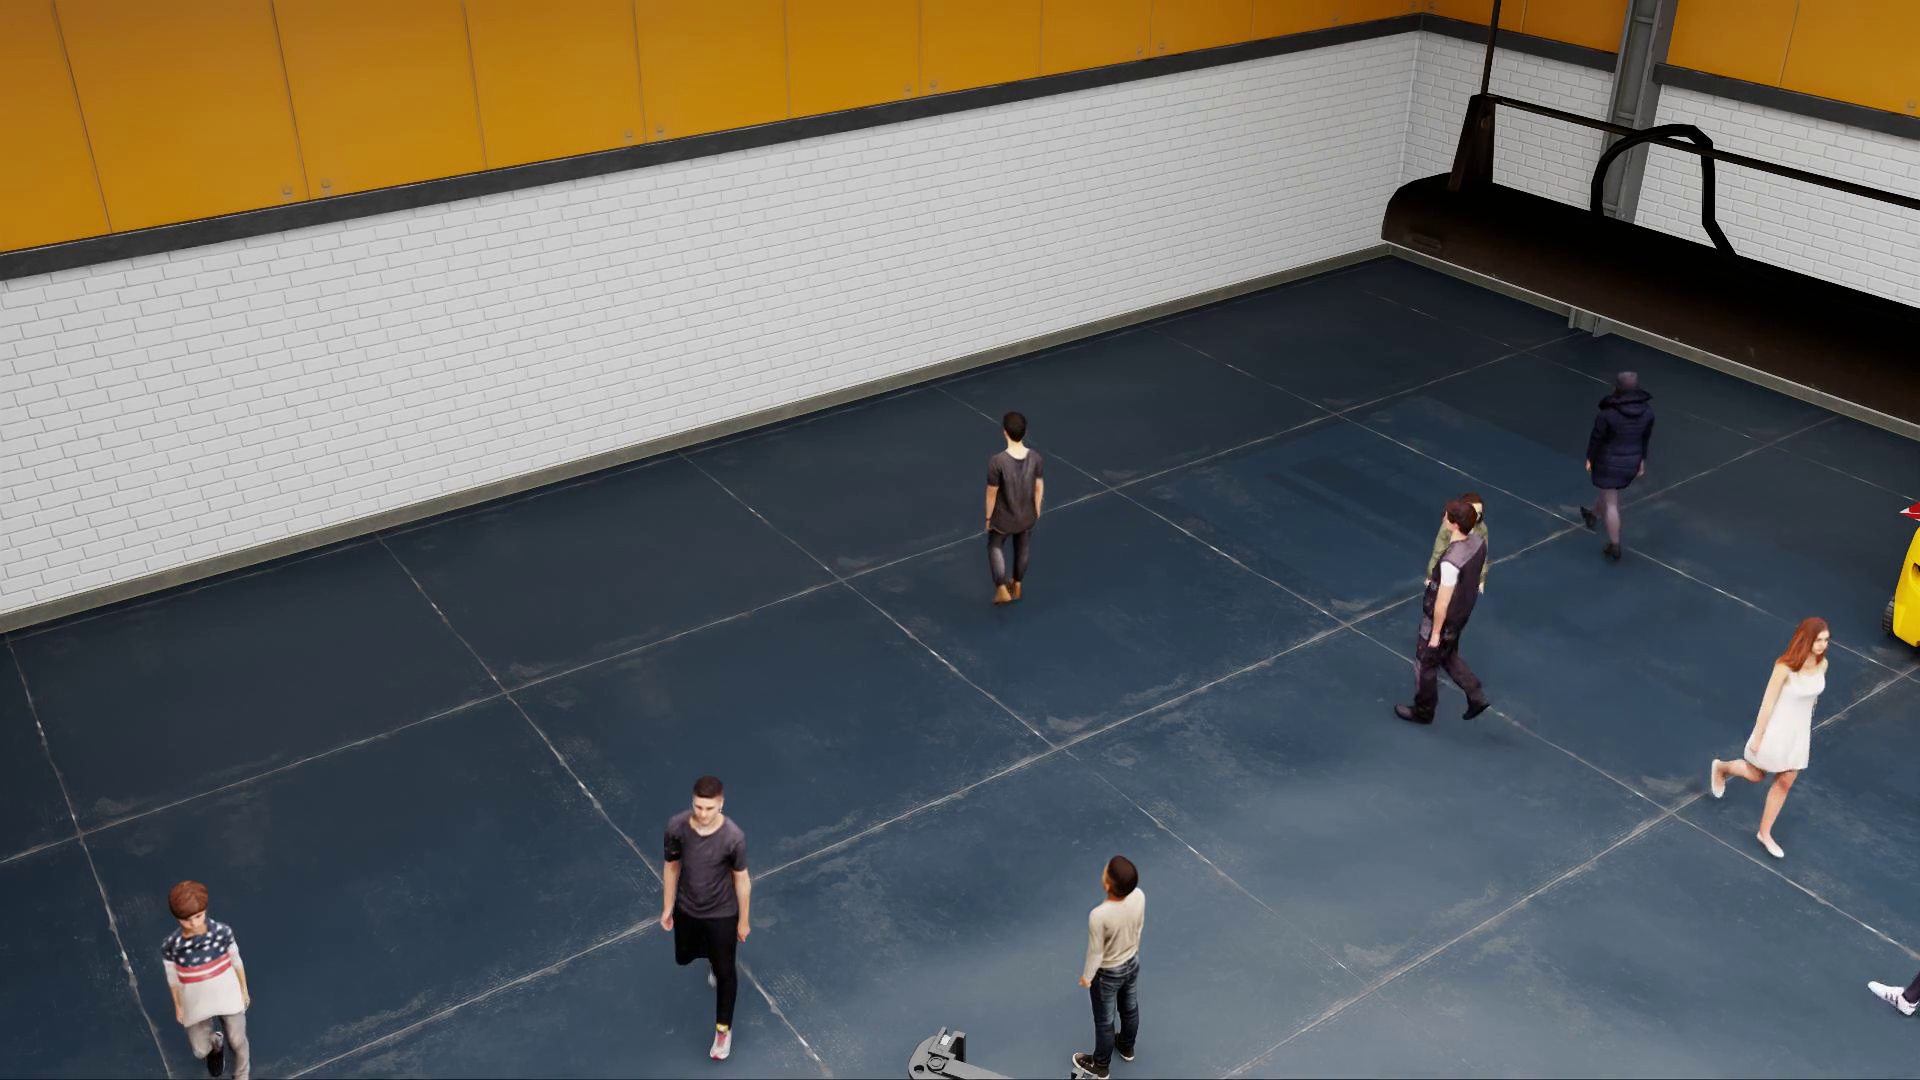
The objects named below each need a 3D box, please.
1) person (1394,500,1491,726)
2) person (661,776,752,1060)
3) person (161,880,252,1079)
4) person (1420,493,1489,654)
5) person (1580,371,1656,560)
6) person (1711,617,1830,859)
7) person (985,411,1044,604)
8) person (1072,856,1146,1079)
[{"bbox_3d":[3.579,0.571,11.890,0.961,1.833,0.784,22,35,34],"label":"person"},{"bbox_3d":[-1.395,2.020,9.320,1.009,1.750,1.051,7,29,12],"label":"person"},{"bbox_3d":[-4.043,2.400,8.952,0.598,1.435,0.732,-12,31,-21],"label":"person"},{"bbox_3d":[3.797,0.266,12.864,0.814,1.435,1.092,-7,29,-12],"label":"person"},{"bbox_3d":[5.661,-0.615,14.284,0.975,1.623,1.194,-4,29,-8],"label":"person"},{"bbox_3d":[5.320,1.202,10.875,0.822,1.696,1.055,-5,29,-10],"label":"person"},{"bbox_3d":[0.443,-0.220,13.470,0.794,1.709,0.870,-5,29,-9],"label":"person"},{"bbox_3d":[0.846,2.320,9.068,0.559,1.465,0.527,-22,36,-35],"label":"person"}]
